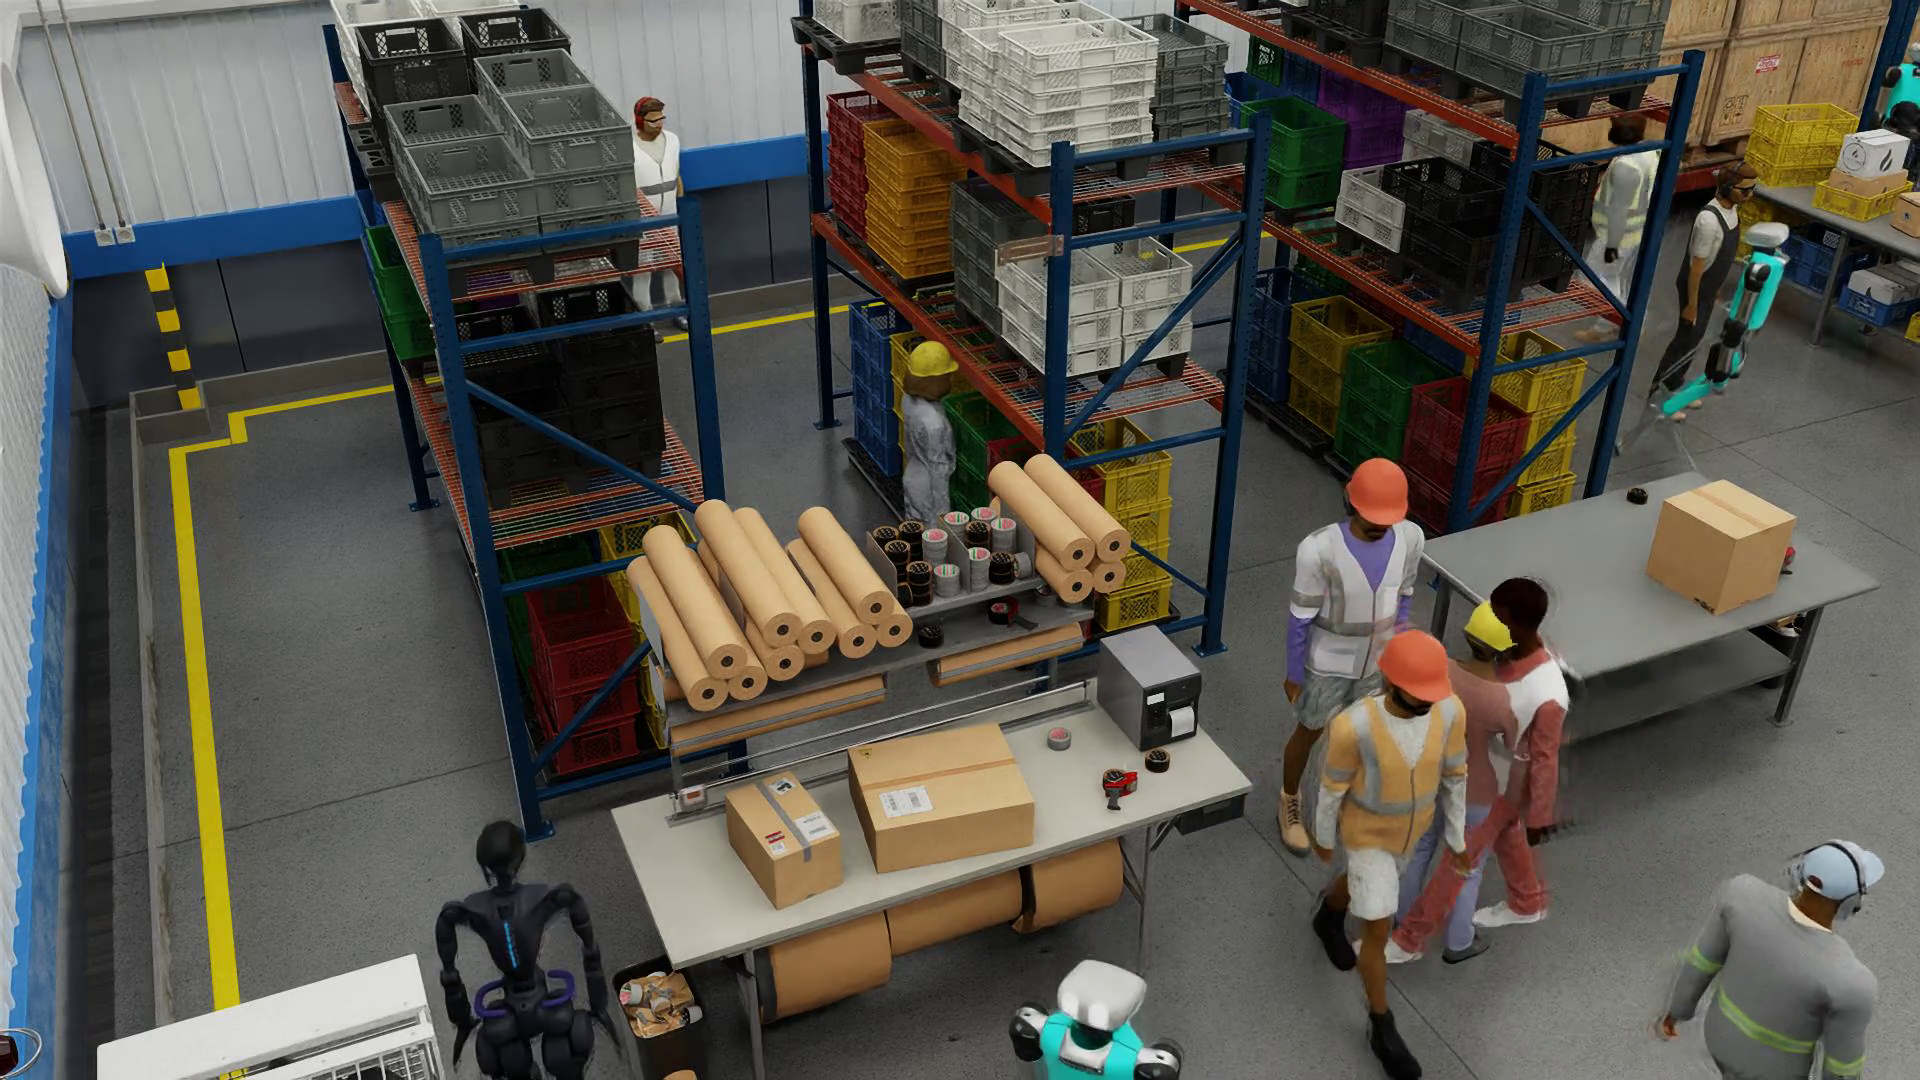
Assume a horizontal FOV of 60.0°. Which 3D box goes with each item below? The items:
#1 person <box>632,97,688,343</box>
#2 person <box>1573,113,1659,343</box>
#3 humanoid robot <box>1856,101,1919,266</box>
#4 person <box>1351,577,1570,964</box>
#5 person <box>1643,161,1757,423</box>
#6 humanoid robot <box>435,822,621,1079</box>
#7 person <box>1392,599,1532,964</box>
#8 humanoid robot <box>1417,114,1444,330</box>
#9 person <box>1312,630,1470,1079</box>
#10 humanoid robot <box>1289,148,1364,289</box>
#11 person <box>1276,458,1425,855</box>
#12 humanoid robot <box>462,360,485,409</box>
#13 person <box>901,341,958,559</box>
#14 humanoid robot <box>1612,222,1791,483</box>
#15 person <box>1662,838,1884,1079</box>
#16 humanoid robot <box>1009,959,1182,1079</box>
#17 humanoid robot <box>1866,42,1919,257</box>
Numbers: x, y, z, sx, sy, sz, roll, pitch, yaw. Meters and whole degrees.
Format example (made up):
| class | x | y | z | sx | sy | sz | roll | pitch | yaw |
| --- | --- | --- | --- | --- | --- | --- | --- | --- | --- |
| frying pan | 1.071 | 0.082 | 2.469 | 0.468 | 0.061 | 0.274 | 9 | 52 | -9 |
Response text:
| class | x | y | z | sx | sy | sz | roll | pitch | yaw |
| --- | --- | --- | --- | --- | --- | --- | --- | --- | --- |
| person | -2.276 | -2.390 | 12.361 | 0.388 | 1.835 | 0.561 | 27 | 40 | 36 |
| person | 4.800 | -2.246 | 12.140 | 0.444 | 1.817 | 0.640 | 16 | 35 | 24 |
| humanoid robot | 7.138 | -2.571 | 12.849 | 0.590 | 1.626 | 0.783 | -13 | 34 | -20 |
| person | 2.159 | 0.961 | 6.886 | 0.947 | 1.866 | 0.598 | -2 | 32 | -4 |
| person | 4.994 | -1.670 | 11.195 | 0.331 | 1.836 | 0.505 | 22 | 38 | 32 |
| humanoid robot | -1.532 | 1.698 | 5.933 | 0.598 | 1.602 | 0.867 | -7 | 32 | -11 |
| person | 2.095 | 0.998 | 6.919 | 0.321 | 1.769 | 0.523 | -27 | 40 | -36 |
| humanoid robot | 3.532 | -2.282 | 12.304 | 0.660 | 1.822 | 0.558 | 7 | 32 | 11 |
| person | 1.700 | 1.146 | 6.571 | 0.552 | 1.893 | 0.969 | -11 | 33 | -17 |
| humanoid robot | 2.920 | -2.801 | 13.170 | 0.530 | 1.802 | 0.800 | 8 | 33 | 13 |
| person | 1.744 | 0.530 | 7.422 | 0.612 | 2.039 | 0.390 | -10 | 33 | -15 |
| humanoid robot | -3.184 | -1.456 | 10.984 | 0.338 | 1.646 | 0.585 | 5 | 32 | 8 |
| person | -0.155 | -0.271 | 9.002 | 0.294 | 1.744 | 0.483 | -11 | 33 | -17 |
| humanoid robot | 4.596 | -1.175 | 10.532 | 0.874 | 1.830 | 0.563 | 19 | 36 | 28 |
| person | 2.816 | 1.718 | 5.705 | 0.956 | 1.802 | 0.614 | -12 | 34 | -19 |
| humanoid robot | 0.515 | 1.933 | 5.457 | 0.557 | 1.746 | 1.046 | 14 | 34 | 21 |
| humanoid robot | 7.742 | -3.098 | 13.615 | 0.557 | 1.818 | 0.667 | -6 | 32 | -10 |
